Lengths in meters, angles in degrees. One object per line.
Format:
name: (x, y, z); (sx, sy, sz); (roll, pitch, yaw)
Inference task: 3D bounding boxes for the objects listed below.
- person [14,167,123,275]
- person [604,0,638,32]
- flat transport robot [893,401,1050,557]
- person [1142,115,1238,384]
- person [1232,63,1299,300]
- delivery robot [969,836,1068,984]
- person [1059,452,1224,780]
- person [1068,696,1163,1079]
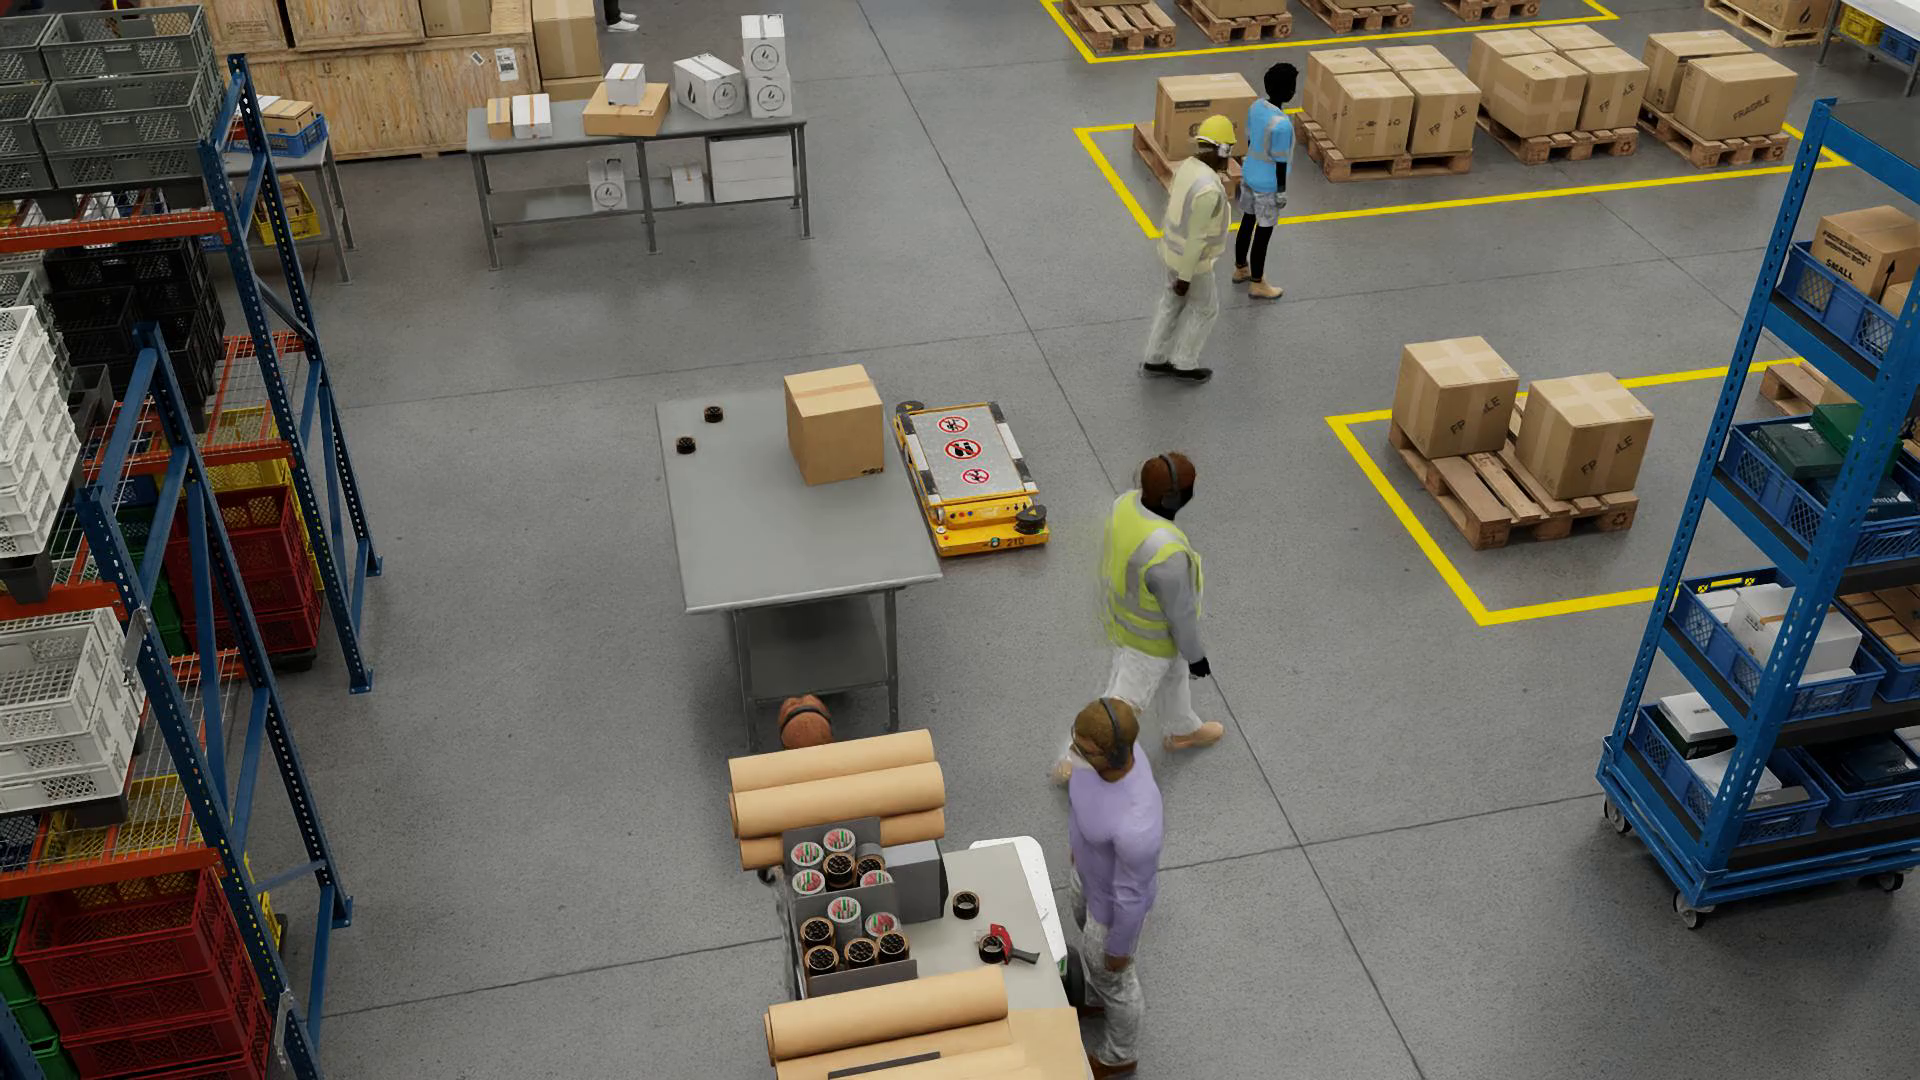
person: (-5.648, -1.861, 10.688); (0.572, 1.887, 0.353); (-27, 45, -32)
person: (-3.418, -5.913, 16.119); (0.388, 1.911, 0.592); (-9, 38, -12)
flat transport robot: (0.046, -0.430, 10.108); (0.652, 0.197, 1.431); (-8, 37, -10)
person: (1.484, -1.850, 10.750); (0.577, 1.787, 0.611); (-7, 37, -10)
person: (2.163, -2.539, 11.755); (0.322, 1.696, 0.530); (-9, 38, -13)
delivery robot: (0.232, 1.591, 7.081); (0.477, 0.478, 0.707); (-5, 37, -7)
person: (0.884, 0.383, 7.743); (0.887, 1.803, 0.632); (-5, 37, -7)
person: (0.562, 1.336, 6.360); (0.371, 1.930, 0.627); (-6, 37, -8)
